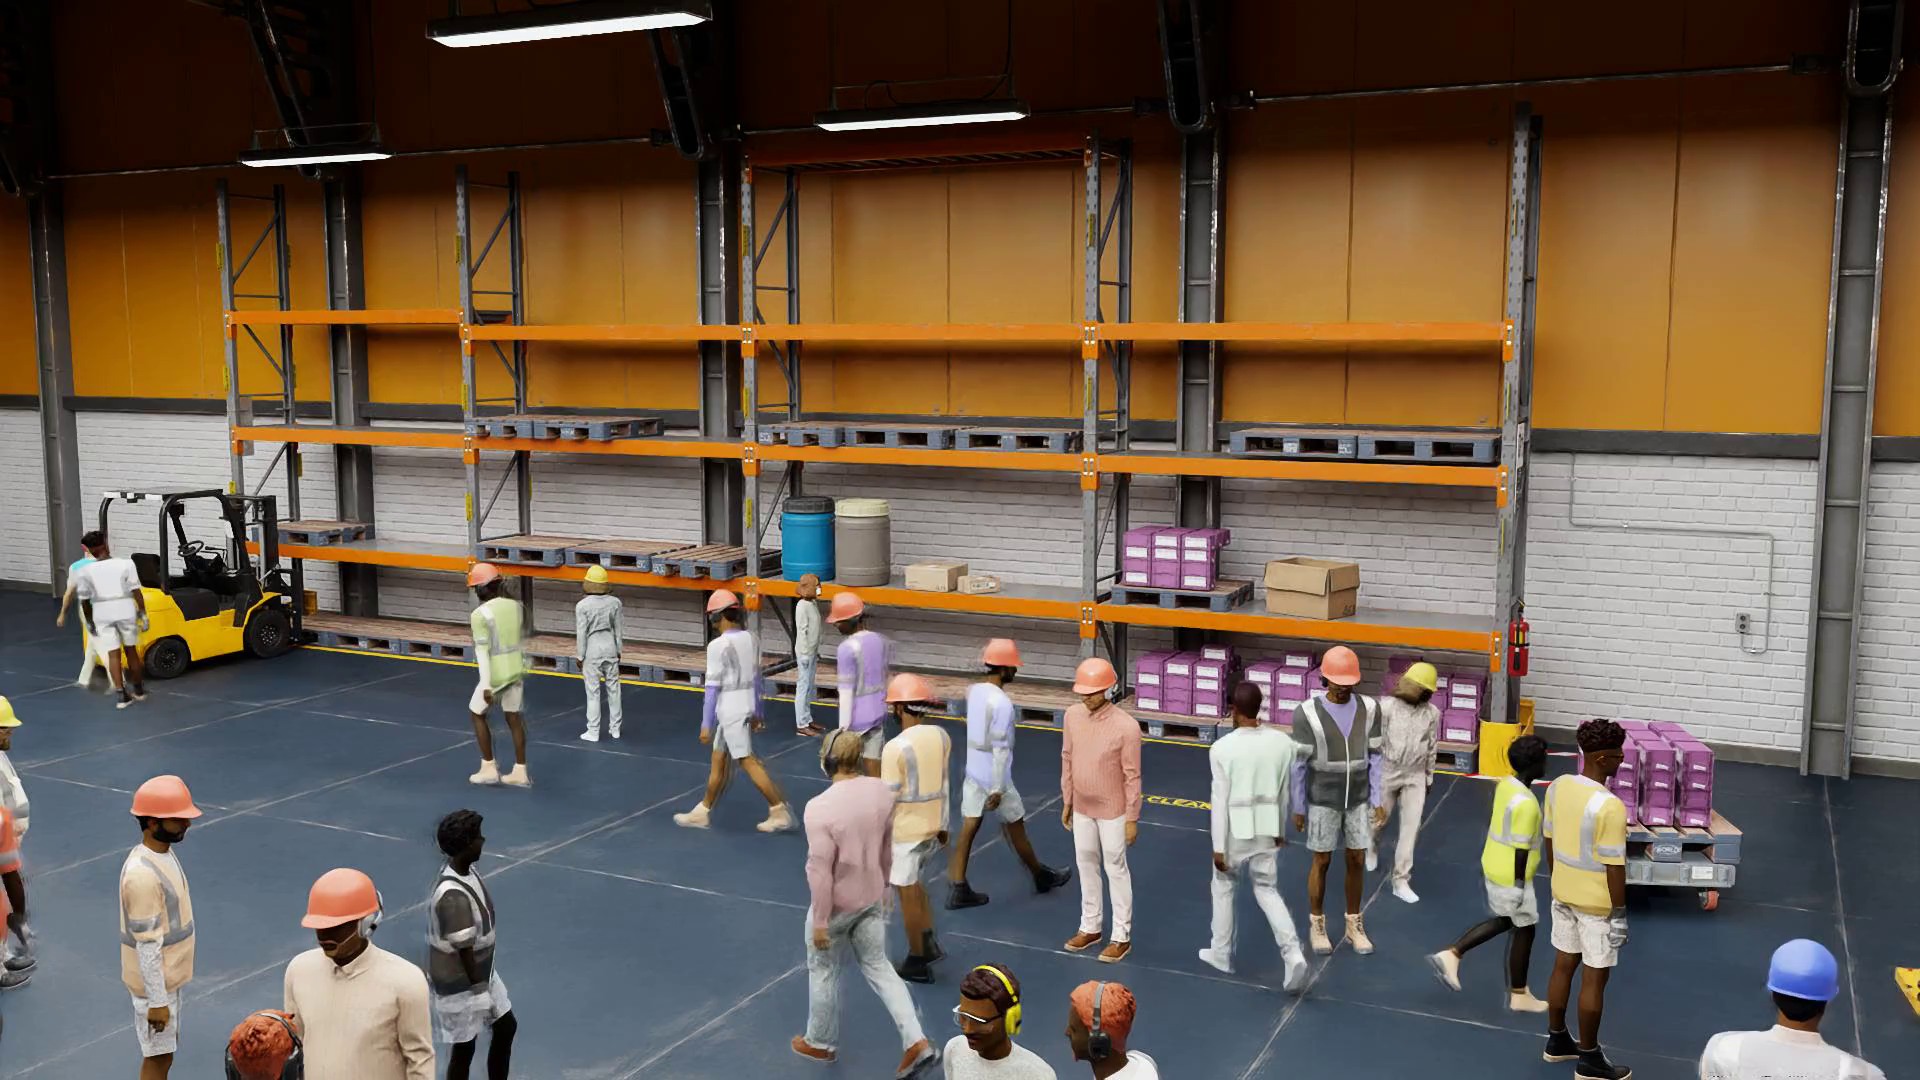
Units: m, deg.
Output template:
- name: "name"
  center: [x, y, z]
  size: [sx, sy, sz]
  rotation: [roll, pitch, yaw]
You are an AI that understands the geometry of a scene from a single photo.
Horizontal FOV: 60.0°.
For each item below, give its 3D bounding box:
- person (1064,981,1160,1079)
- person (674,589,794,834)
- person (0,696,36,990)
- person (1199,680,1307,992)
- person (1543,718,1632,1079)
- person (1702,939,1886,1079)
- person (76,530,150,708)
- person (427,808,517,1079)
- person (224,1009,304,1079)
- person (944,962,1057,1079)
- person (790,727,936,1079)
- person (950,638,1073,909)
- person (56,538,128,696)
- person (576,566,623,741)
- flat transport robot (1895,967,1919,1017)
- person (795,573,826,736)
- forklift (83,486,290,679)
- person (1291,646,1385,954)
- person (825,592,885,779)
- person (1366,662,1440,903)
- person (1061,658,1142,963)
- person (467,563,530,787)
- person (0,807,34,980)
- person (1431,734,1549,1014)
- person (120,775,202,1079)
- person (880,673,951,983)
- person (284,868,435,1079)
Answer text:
- name: "person"
  center: [0.515, 2.384, 5.557]
  size: [0.355, 1.876, 0.574]
  rotation: [3, 7, 21]
- name: "person"
  center: [-1.808, 1.388, 13.373]
  size: [1.039, 1.982, 0.640]
  rotation: [2, 7, 16]
- name: "person"
  center: [-5.926, 1.849, 10.203]
  size: [0.403, 1.819, 0.601]
  rotation: [-3, 8, -25]
- name: "person"
  center: [1.815, 1.812, 10.247]
  size: [0.596, 1.884, 0.863]
  rotation: [-3, 8, -25]
- name: "person"
  center: [3.397, 1.924, 8.977]
  size: [0.361, 1.961, 0.616]
  rotation: [-2, 7, -14]
- name: "person"
  center: [2.923, 2.321, 5.835]
  size: [0.646, 1.921, 0.757]
  rotation: [5, 9, 37]
- name: "person"
  center: [-9.209, 0.842, 18.109]
  size: [0.692, 1.911, 0.706]
  rotation: [-3, 8, -24]
- name: "person"
  center: [-2.340, 2.164, 8.178]
  size: [0.521, 1.682, 0.573]
  rotation: [0, 7, 3]
- name: "person"
  center: [-2.175, 2.416, 5.287]
  size: [0.580, 1.879, 0.352]
  rotation: [0, 7, 3]
- name: "person"
  center: [0.113, 2.364, 5.766]
  size: [0.505, 1.864, 0.335]
  rotation: [6, 9, 41]
- name: "person"
  center: [-0.536, 1.958, 8.958]
  size: [0.927, 1.913, 0.644]
  rotation: [6, 9, 43]
- name: "person"
  center: [0.342, 1.622, 11.721]
  size: [0.984, 1.890, 0.551]
  rotation: [-4, 8, -31]
- name: "person"
  center: [-9.683, 0.842, 18.668]
  size: [0.948, 1.792, 0.597]
  rotation: [3, 7, 22]
- name: "person"
  center: [-3.585, 1.119, 16.521]
  size: [0.493, 1.746, 0.283]
  rotation: [-5, 9, -38]
- name: "flat transport robot"
  center: [6.340, 2.674, 9.712]
  size: [1.431, 0.197, 0.652]
  rotation: [2, 7, 17]
- name: "person"
  center: [-1.517, 1.145, 16.762]
  size: [0.279, 1.634, 0.498]
  rotation: [1, 7, 9]
- name: "forklift"
  center: [-9.426, 0.454, 20.179]
  size: [1.214, 2.155, 2.313]
  rotation: [3, 8, 26]
- name: "person"
  center: [2.451, 1.678, 10.767]
  size: [0.623, 2.028, 0.410]
  rotation: [-1, 7, -10]
- name: "person"
  center: [-0.798, 1.397, 13.112]
  size: [0.438, 2.016, 0.665]
  rotation: [4, 8, 31]
- name: "person"
  center: [3.182, 1.687, 12.045]
  size: [0.547, 1.683, 0.819]
  rotation: [0, 7, -4]
- name: "person"
  center: [0.881, 1.719, 10.651]
  size: [0.613, 1.976, 0.434]
  rotation: [7, 10, 44]
- name: "person"
  center: [-4.128, 1.201, 14.793]
  size: [0.697, 2.005, 0.618]
  rotation: [4, 8, 31]
- name: "person"
  center: [-5.176, 1.987, 8.528]
  size: [0.880, 1.936, 0.650]
  rotation: [6, 9, 41]
- name: "person"
  center: [3.176, 1.961, 9.823]
  size: [0.593, 1.679, 0.541]
  rotation: [0, 7, 2]
- name: "person"
  center: [-3.766, 2.067, 7.908]
  size: [0.377, 1.932, 0.551]
  rotation: [-2, 7, -19]
- name: "person"
  center: [-0.311, 1.785, 10.318]
  size: [0.435, 1.914, 0.577]
  rotation: [6, 9, 39]
- name: "person"
  center: [-2.316, 2.222, 6.379]
  size: [0.613, 1.995, 0.391]
  rotation: [2, 7, 12]
